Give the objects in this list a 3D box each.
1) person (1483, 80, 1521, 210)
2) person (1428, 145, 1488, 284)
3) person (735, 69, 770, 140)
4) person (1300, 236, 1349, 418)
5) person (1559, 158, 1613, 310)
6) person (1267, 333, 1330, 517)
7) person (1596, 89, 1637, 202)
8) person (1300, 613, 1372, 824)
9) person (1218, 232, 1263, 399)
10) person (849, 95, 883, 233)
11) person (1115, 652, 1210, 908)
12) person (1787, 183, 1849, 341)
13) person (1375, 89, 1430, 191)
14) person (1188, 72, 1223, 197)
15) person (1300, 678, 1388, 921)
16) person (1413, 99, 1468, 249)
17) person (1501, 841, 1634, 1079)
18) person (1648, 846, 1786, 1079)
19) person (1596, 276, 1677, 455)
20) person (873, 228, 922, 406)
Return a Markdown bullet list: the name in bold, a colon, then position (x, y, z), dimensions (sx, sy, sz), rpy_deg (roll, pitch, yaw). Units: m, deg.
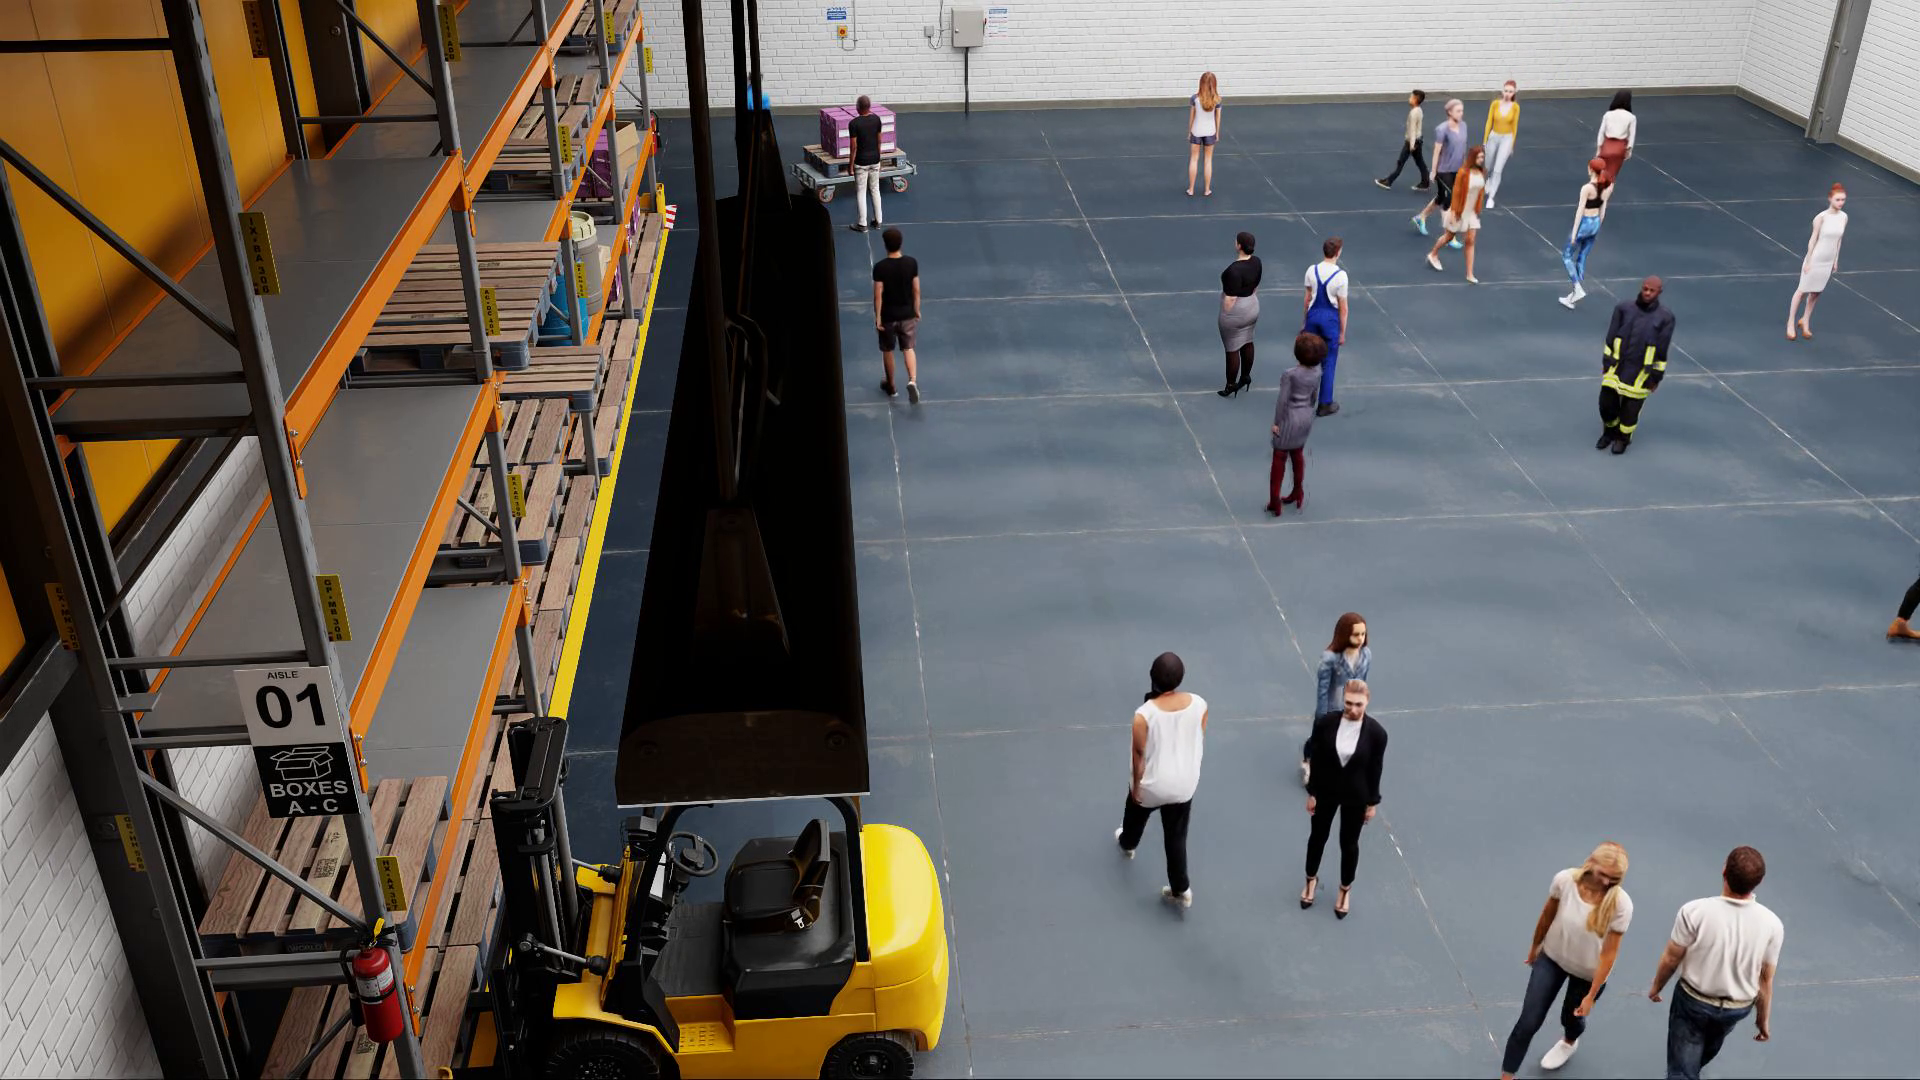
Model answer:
- **person**: position (7.481, -5.502, 23.043), dimensions (0.841, 1.739, 1.032), rpy_deg (11, 30, 19)
- **person**: position (6.137, -4.051, 20.446), dimensions (0.834, 1.677, 1.191), rpy_deg (-11, 30, -19)
- **person**: position (-2.924, -5.703, 23.385), dimensions (0.653, 1.763, 0.987), rpy_deg (-4, 29, -8)
- **person**: position (3.663, -2.171, 16.821), dimensions (0.723, 1.849, 0.768), rpy_deg (19, 34, 31)
- **person**: position (7.347, -3.531, 19.398), dimensions (0.666, 1.768, 0.769), rpy_deg (-10, 30, -18)
- **person**: position (3.013, -1.036, 14.899), dimensions (0.683, 1.695, 0.669), rpy_deg (-21, 35, -34)
- **person**: position (8.794, -5.169, 22.433), dimensions (0.724, 1.738, 0.767), rpy_deg (16, 32, 26)
- **person**: position (2.505, 1.121, 11.211), dimensions (0.680, 1.442, 1.032), rpy_deg (-8, 30, -14)
- **person**: position (2.908, -2.337, 17.217), dimensions (0.824, 1.760, 0.777), rpy_deg (25, 37, 38)
- **person**: position (-1.242, -4.995, 22.044), dimensions (0.755, 1.805, 0.772), rpy_deg (-19, 34, -31)
- **person**: position (1.283, 1.505, 10.289), dimensions (0.796, 1.651, 1.157), rpy_deg (-9, 30, -16)
- **person**: position (9.600, -3.100, 18.583), dimensions (0.599, 1.792, 0.527), rpy_deg (-6, 29, -10)
- **person**: position (6.507, -5.632, 23.607), dimensions (0.938, 1.427, 1.001), rpy_deg (13, 31, 22)
- **person**: position (3.437, -5.731, 23.476), dimensions (0.618, 1.726, 0.583), rpy_deg (2, 29, 4)
- **person**: position (2.324, 1.561, 10.131), dimensions (0.686, 1.704, 0.677), rpy_deg (10, 30, 18)
- **person**: position (6.262, -4.782, 21.600), dimensions (1.045, 1.856, 1.289), rpy_deg (-18, 33, -29)
- **person**: position (3.275, 2.254, 8.800), dimensions (1.030, 1.762, 1.129), rpy_deg (23, 36, 35)
- **person**: position (3.809, 2.448, 8.418), dimensions (0.981, 1.787, 1.359), rpy_deg (5, 29, 9)
- **person**: position (6.510, -1.721, 16.034), dimensions (0.932, 1.812, 0.984), rpy_deg (19, 34, 31)
- **person**: position (-0.616, -2.262, 16.992), dimensions (0.808, 1.845, 1.082), rpy_deg (-9, 30, -16)
